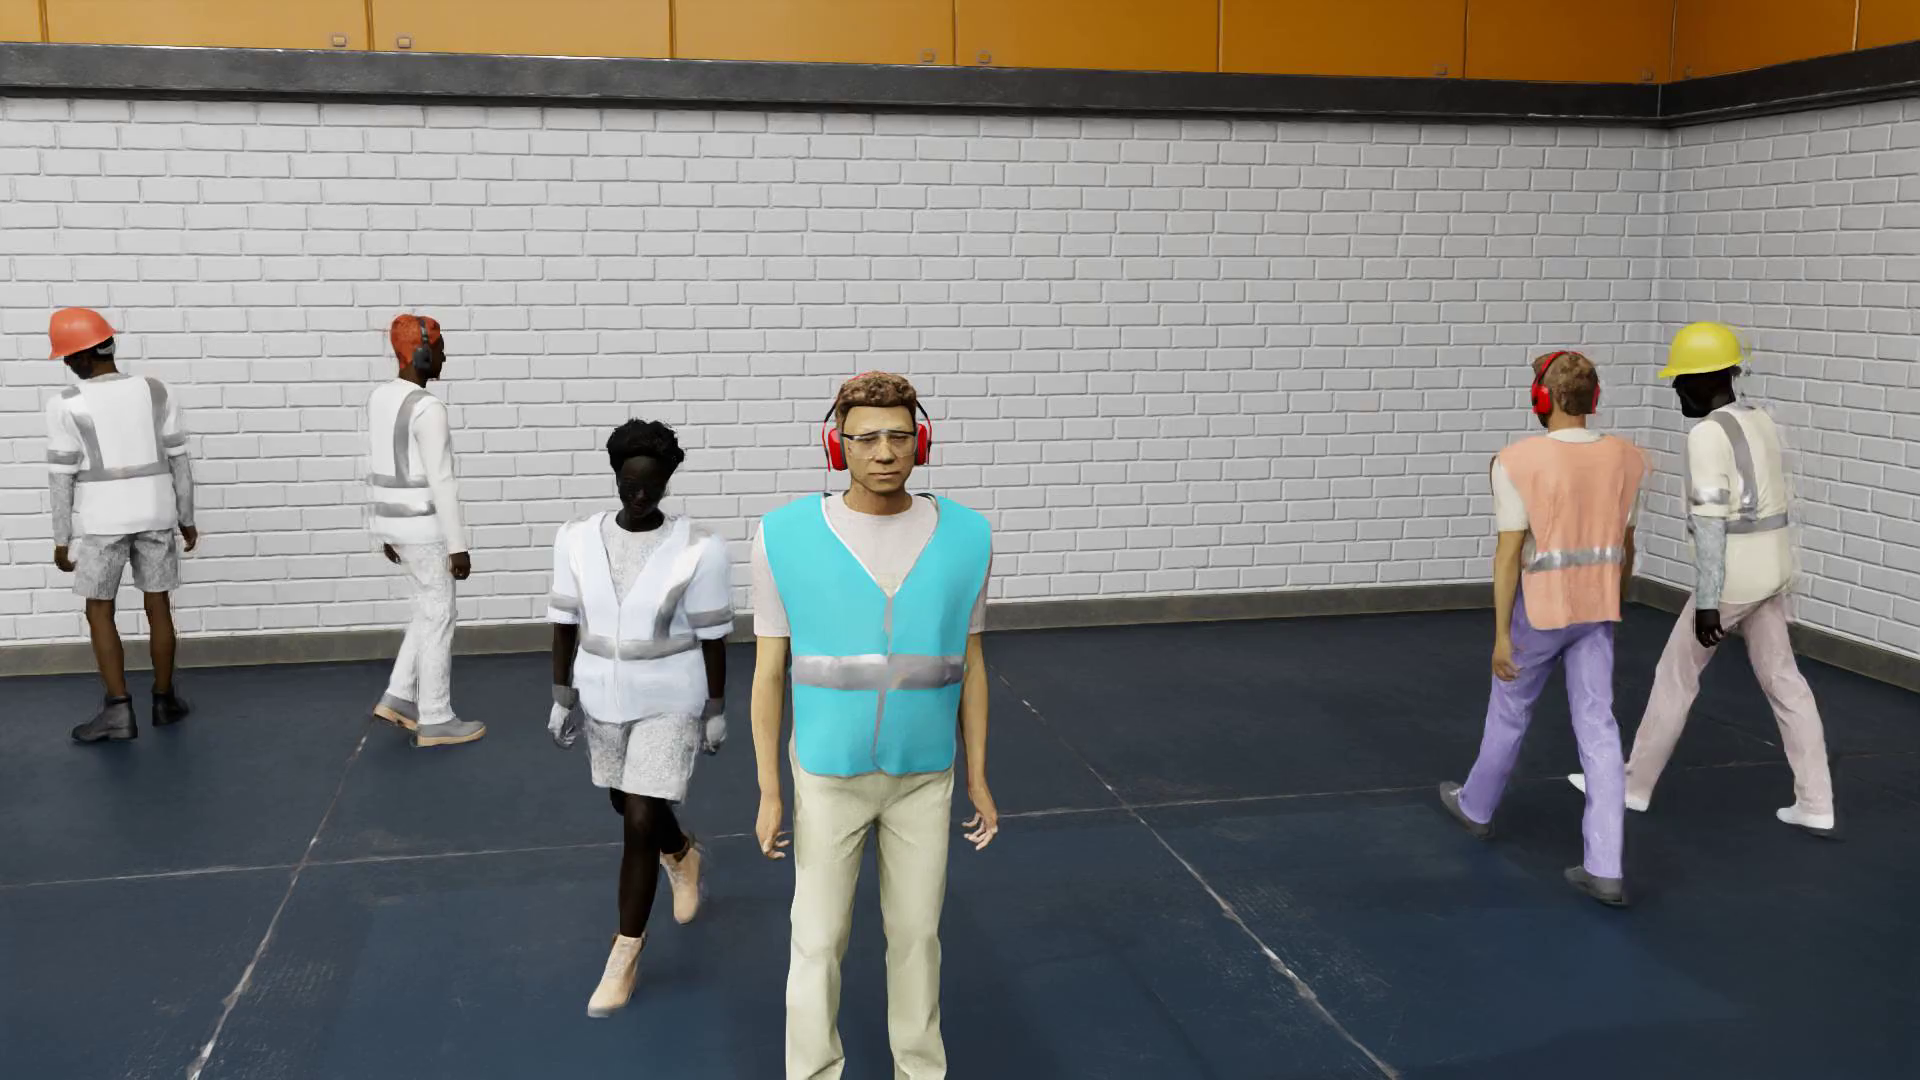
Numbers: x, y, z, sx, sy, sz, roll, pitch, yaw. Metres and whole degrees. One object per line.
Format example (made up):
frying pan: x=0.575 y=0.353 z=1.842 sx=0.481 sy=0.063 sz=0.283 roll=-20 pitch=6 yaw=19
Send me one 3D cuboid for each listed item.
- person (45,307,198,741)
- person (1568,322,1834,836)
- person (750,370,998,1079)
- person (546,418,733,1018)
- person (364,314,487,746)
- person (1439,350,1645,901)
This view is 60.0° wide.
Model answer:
person: x=-3.686 y=-0.065 z=7.335 sx=0.650 sy=1.903 sz=0.521 roll=-9 pitch=13 yaw=-43
person: x=2.799 y=0.141 z=6.144 sx=0.693 sy=1.860 sz=0.961 roll=-9 pitch=13 yaw=-44
person: x=-0.195 y=0.536 z=3.796 sx=0.563 sy=1.847 sz=0.388 roll=-3 pitch=10 yaw=-17
person: x=-0.897 y=0.449 z=4.880 sx=0.528 sy=1.663 sz=0.816 roll=2 pitch=10 yaw=14
person: x=-2.307 y=-0.034 z=7.175 sx=0.396 sy=1.870 sz=0.613 roll=-8 pitch=12 yaw=-40
person: x=2.027 y=0.253 z=5.685 sx=0.588 sy=1.787 sz=0.992 roll=-2 pitch=9 yaw=-11
